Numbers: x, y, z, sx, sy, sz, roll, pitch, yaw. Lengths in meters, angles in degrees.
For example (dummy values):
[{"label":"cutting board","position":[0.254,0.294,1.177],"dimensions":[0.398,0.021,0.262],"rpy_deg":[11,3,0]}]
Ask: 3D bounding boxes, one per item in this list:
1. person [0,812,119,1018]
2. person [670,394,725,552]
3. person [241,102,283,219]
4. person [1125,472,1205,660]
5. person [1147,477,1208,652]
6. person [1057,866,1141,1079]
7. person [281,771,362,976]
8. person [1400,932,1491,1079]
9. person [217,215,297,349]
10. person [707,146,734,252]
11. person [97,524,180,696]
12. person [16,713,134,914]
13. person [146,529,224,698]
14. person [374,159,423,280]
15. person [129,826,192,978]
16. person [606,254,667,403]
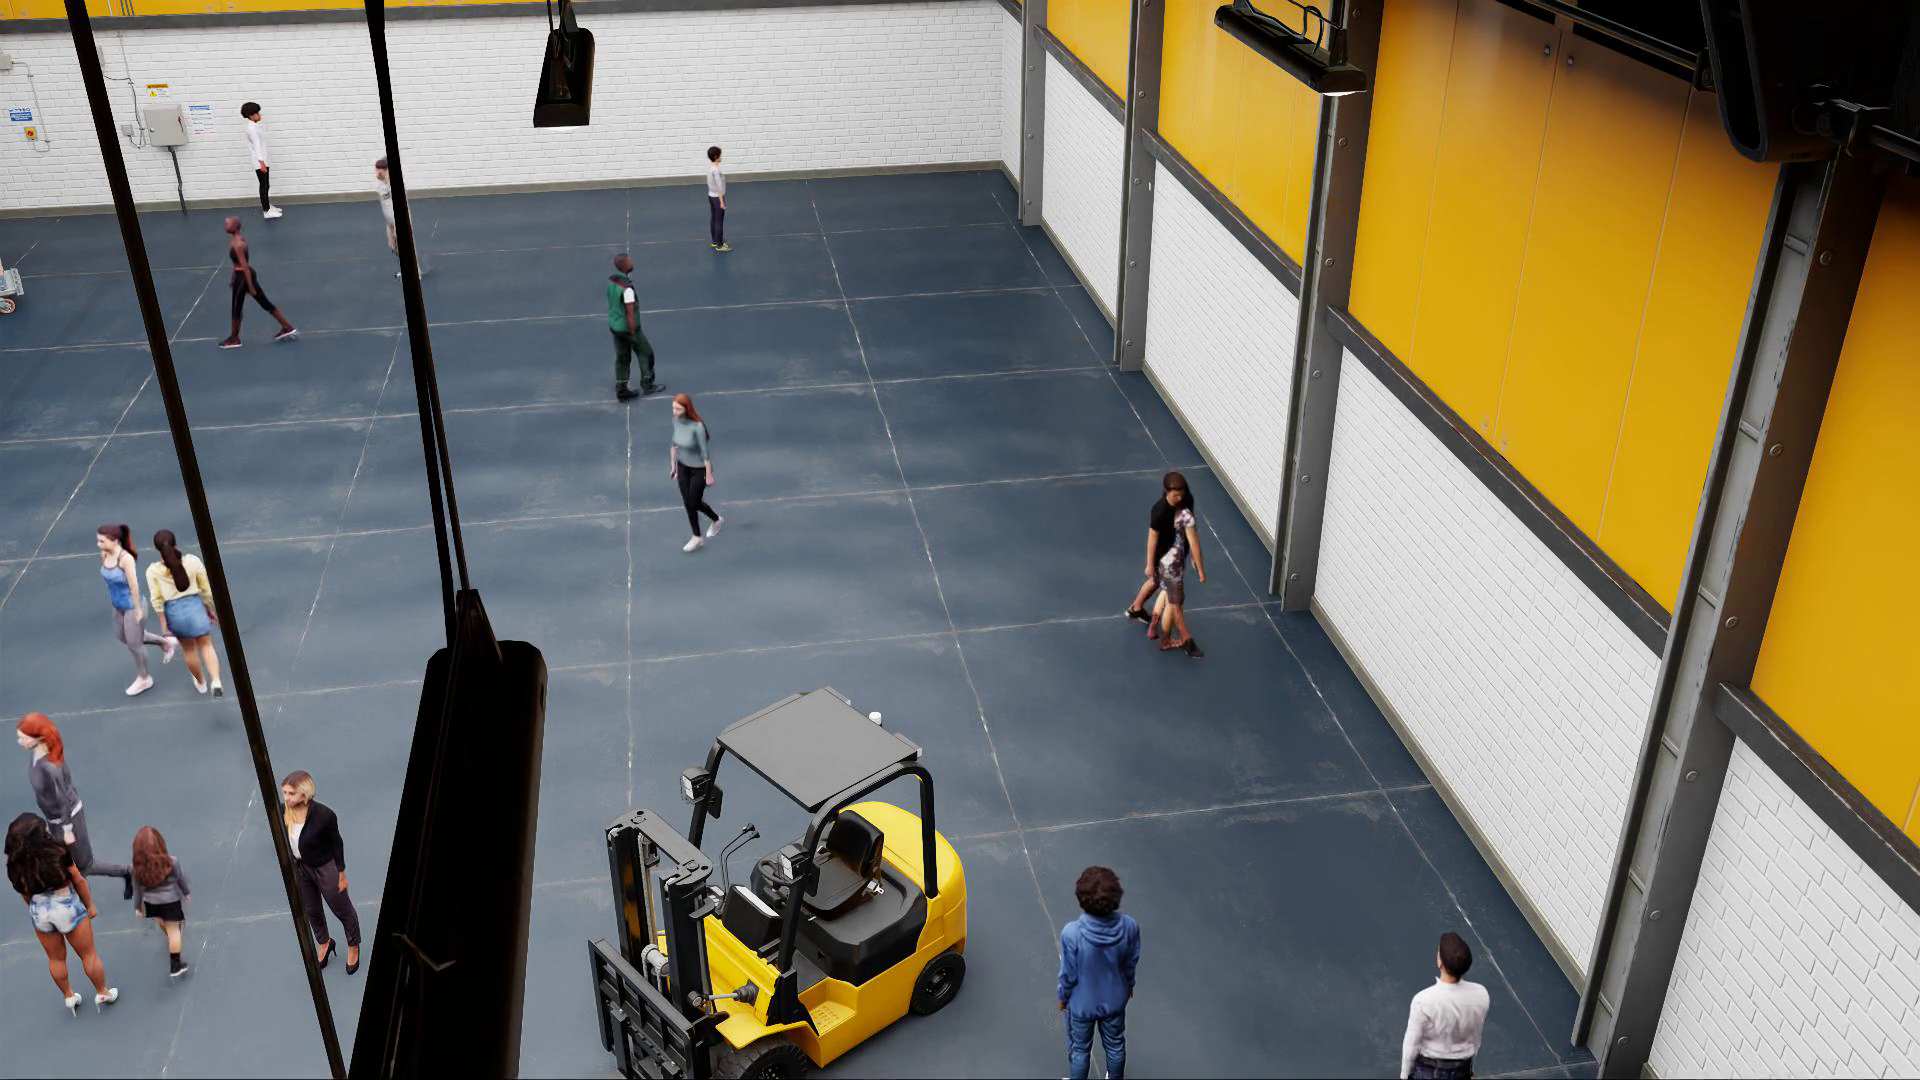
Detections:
[{"label":"person","position":[-5.933,2.468,10.953],"dimensions":[0.563,1.627,0.552],"rpy_deg":[-3,29,-6]},{"label":"person","position":[-2.623,-0.710,16.674],"dimensions":[0.838,1.727,0.894],"rpy_deg":[22,36,35]},{"label":"person","position":[-11.083,-6.033,26.347],"dimensions":[0.713,1.808,0.520],"rpy_deg":[-9,30,-16]},{"label":"person","position":[1.839,0.121,15.073],"dimensions":[1.268,1.802,1.133],"rpy_deg":[20,34,32]},{"label":"person","position":[1.823,0.235,14.940],"dimensions":[0.857,1.729,0.713],"rpy_deg":[-14,32,-24]},{"label":"person","position":[0.837,2.769,10.214],"dimensions":[0.675,1.806,0.542],"rpy_deg":[-6,29,-10]},{"label":"person","position":[-4.352,2.257,11.294],"dimensions":[0.672,1.670,0.657],"rpy_deg":[5,29,10]},{"label":"person","position":[2.794,3.091,9.574],"dimensions":[0.679,1.854,0.949],"rpy_deg":[-2,29,-4]},{"label":"person","position":[-9.124,-3.343,21.517],"dimensions":[0.800,1.711,1.179],"rpy_deg":[-10,30,-18]},{"label":"person","position":[-3.661,-5.147,24.991],"dimensions":[0.650,1.552,0.488],"rpy_deg":[-11,31,-19]},{"label":"person","position":[-7.177,0.561,14.482],"dimensions":[0.865,1.596,0.928],"rpy_deg":[18,33,29]},{"label":"person","position":[-6.251,1.943,11.773],"dimensions":[0.881,1.764,0.891],"rpy_deg":[-19,34,-31]},{"label":"person","position":[-6.610,0.685,14.235],"dimensions":[0.861,1.613,1.018],"rpy_deg":[-19,34,-30]},{"label":"person","position":[-7.930,-4.532,23.575],"dimensions":[0.902,1.828,0.785],"rpy_deg":[-12,31,-21]},{"label":"person","position":[-5.511,2.502,11.467],"dimensions":[0.507,1.074,0.790],"rpy_deg":[-6,29,-11]},{"label":"person","position":[-4.066,-2.510,19.877],"dimensions":[0.981,1.820,0.951],"rpy_deg":[-22,36,-35]}]
